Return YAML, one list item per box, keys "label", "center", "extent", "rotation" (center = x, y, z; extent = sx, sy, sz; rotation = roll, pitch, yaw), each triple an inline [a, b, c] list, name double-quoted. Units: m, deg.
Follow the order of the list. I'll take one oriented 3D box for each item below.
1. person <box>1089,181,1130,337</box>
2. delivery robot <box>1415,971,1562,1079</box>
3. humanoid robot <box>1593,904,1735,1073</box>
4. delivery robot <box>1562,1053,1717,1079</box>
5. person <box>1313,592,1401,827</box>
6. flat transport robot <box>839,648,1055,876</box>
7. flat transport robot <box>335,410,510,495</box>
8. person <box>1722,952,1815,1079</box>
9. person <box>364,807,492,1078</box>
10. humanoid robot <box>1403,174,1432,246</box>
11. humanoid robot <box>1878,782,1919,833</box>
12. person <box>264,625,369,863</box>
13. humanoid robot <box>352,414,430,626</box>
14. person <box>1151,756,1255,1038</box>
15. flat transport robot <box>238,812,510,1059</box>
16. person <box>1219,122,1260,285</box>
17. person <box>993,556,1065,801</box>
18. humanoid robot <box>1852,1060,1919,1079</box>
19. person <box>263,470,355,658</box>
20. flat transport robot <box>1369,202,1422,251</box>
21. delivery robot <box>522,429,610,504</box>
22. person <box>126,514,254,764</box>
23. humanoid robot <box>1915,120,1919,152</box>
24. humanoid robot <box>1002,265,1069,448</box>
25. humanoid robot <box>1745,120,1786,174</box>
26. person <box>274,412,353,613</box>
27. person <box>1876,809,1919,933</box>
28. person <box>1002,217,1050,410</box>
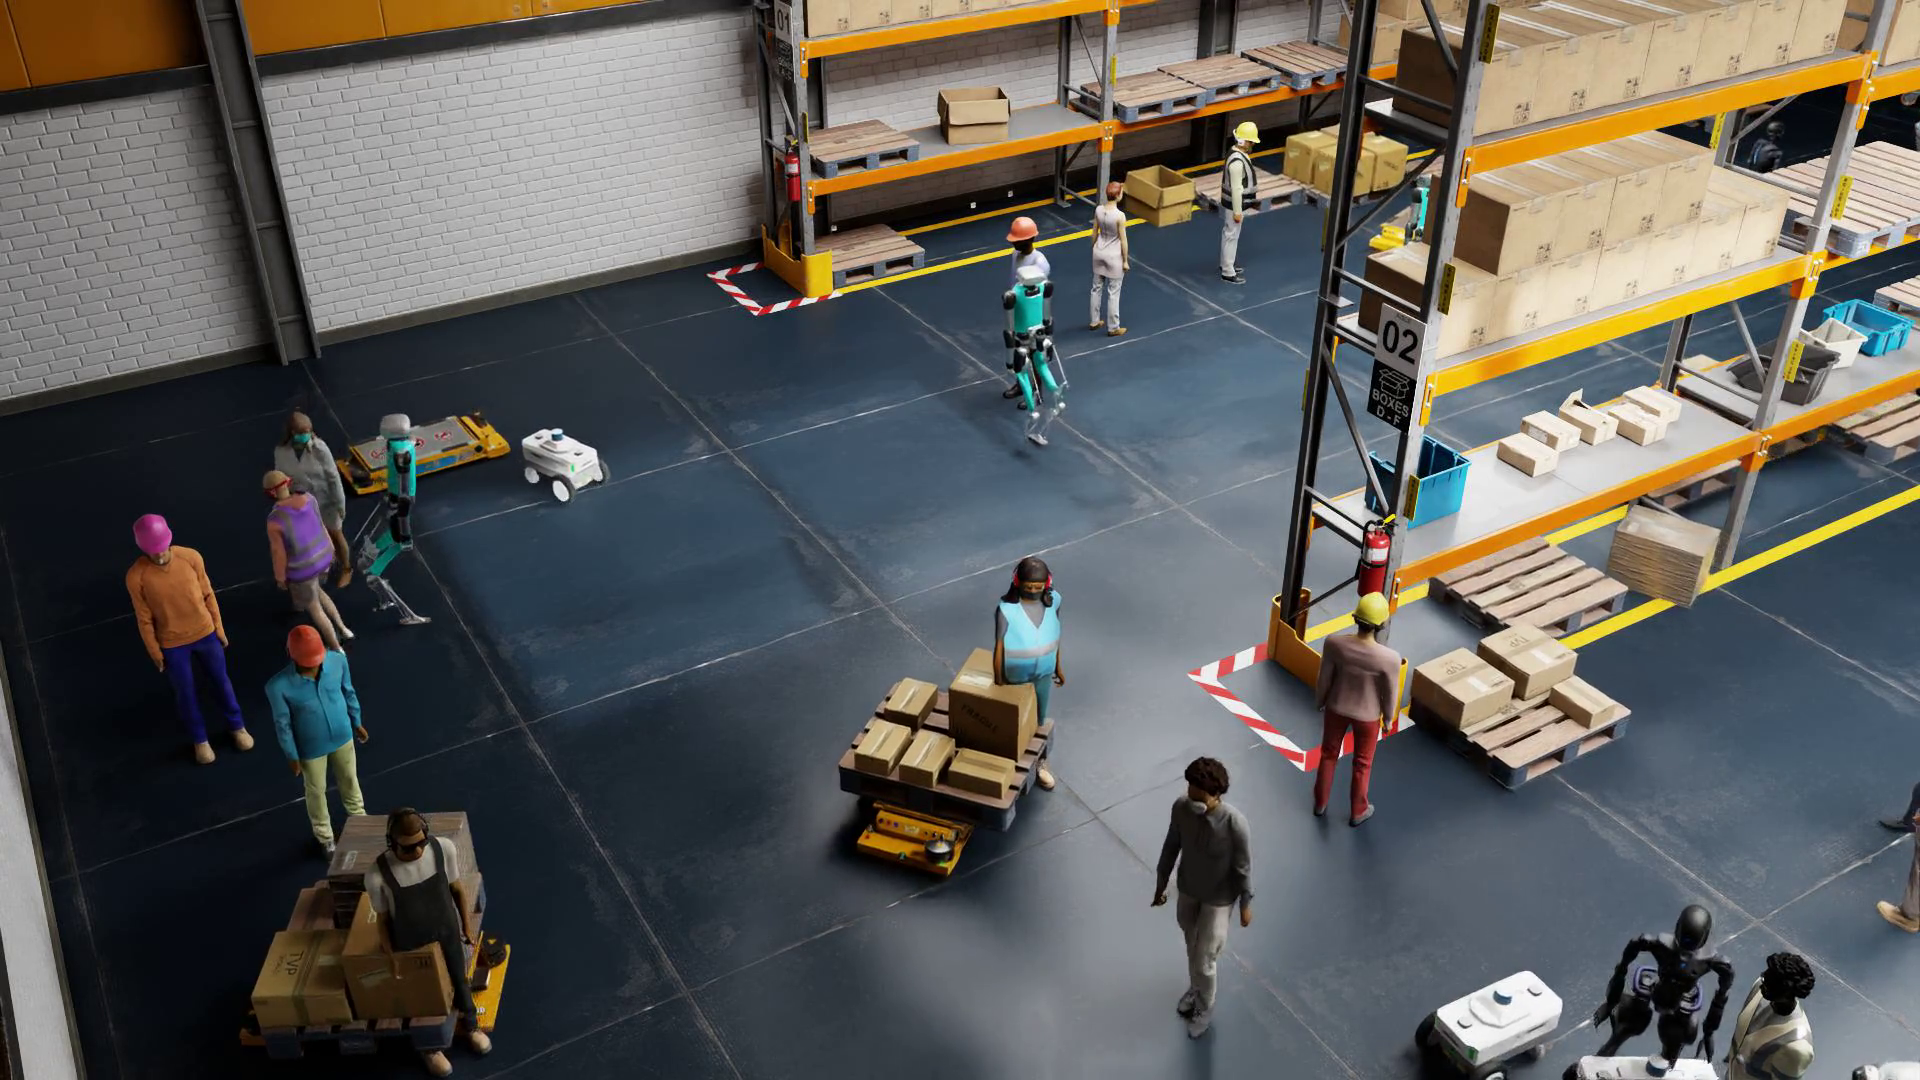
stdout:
- label: "person"
  center: [1.573, -2.958, 17.491]
  extent: [0.459, 1.657, 0.270]
  rotation: [26, 40, 35]
- label: "delivery robot"
  center: [3.005, 2.765, 9.414]
  extent: [0.775, 0.604, 0.506]
  rotation: [-15, 35, -23]
- label: "humanoid robot"
  center: [3.711, 2.475, 8.820]
  extent: [0.609, 1.644, 0.486]
  rotation: [12, 34, 19]
- label: "delivery robot"
  center: [3.701, 3.021, 8.999]
  extent: [0.801, 0.598, 0.499]
  rotation: [1, 32, 2]
- label: "person"
  center: [2.595, 1.100, 10.920]
  extent: [0.532, 1.766, 0.325]
  rotation: [16, 36, 24]
- label: "flat transport robot"
  center: [-0.115, 1.696, 11.379]
  extent: [0.659, 0.231, 1.431]
  rotation: [12, 34, 18]
- label: "flat transport robot"
  center: [-4.972, -0.815, 15.383]
  extent: [1.431, 0.231, 0.659]
  rotation: [-20, 37, -29]
- label: "person"
  center: [4.014, 2.732, 8.389]
  extent: [0.321, 1.691, 0.531]
  rotation: [0, 32, 1]
- label: "person"
  center: [-2.921, 2.183, 9.133]
  extent: [0.499, 1.839, 0.343]
  rotation: [-21, 38, -30]
- label: "humanoid robot"
  center: [4.757, -2.882, 17.307]
  extent: [0.537, 1.766, 0.901]
  rotation: [25, 40, 34]
- label: "humanoid robot"
  center: [6.546, 1.282, 10.760]
  extent: [0.746, 1.632, 0.601]
  rotation: [-4, 32, -6]
- label: "person"
  center: [-4.069, 1.273, 10.665]
  extent: [0.337, 1.741, 0.560]
  rotation: [25, 40, 34]
- label: "humanoid robot"
  center: [-4.511, -0.102, 12.889]
  extent: [0.797, 1.793, 0.530]
  rotation: [-11, 34, -17]
- label: "person"
  center: [1.339, 2.009, 9.361]
  extent: [0.559, 1.878, 0.593]
  rotation: [23, 39, 32]
- label: "flat transport robot"
  center: [-3.449, 2.651, 9.856]
  extent: [1.431, 0.231, 0.659]
  rotation: [-2, 32, -3]
- label: "person"
  center: [3.122, -3.792, 18.671]
  extent: [0.403, 1.821, 0.588]
  rotation: [3, 32, 6]
- label: "person"
  center: [0.448, 0.902, 11.142]
  extent: [0.525, 1.865, 0.385]
  rotation: [-15, 35, -22]
- label: "humanoid robot"
  center: [4.474, 3.089, 7.784]
  extent: [0.809, 1.772, 0.534]
  rotation: [-4, 32, -7]
- label: "person"
  center: [-4.888, 0.206, 12.419]
  extent: [0.399, 1.669, 0.500]
  rotation: [13, 34, 19]
- label: "flat transport robot"
  center: [5.567, -3.764, 20.087]
  extent: [0.659, 0.231, 1.431]
  rotation: [22, 38, 31]
- label: "delivery robot"
  center: [-3.589, -0.719, 14.951]
  extent: [0.767, 0.583, 0.499]
  rotation: [21, 38, 30]
- label: "person"
  center: [-5.324, 0.665, 11.427]
  extent: [0.515, 1.973, 0.401]
  rotation: [-23, 39, -32]
- label: "humanoid robot"
  center: [12.917, -5.755, 21.936]
  extent: [0.675, 1.864, 0.541]
  rotation: [25, 40, 34]
- label: "humanoid robot"
  center: [0.741, -1.593, 15.265]
  extent: [0.538, 1.825, 0.653]
  rotation: [-20, 37, -29]
- label: "humanoid robot"
  center: [9.121, -4.049, 19.221]
  extent: [0.507, 1.644, 0.596]
  rotation: [-6, 33, -9]
- label: "person"
  center: [-5.135, -0.212, 13.139]
  extent: [0.554, 1.620, 0.708]
  rotation: [-7, 33, -11]
- label: "person"
  center: [6.028, 1.599, 10.131]
  extent: [0.477, 1.766, 0.373]
  rotation: [-14, 35, -22]
- label: "person"
  center: [0.626, -2.189, 16.019]
  extent: [0.387, 1.927, 0.546]
  rotation: [-18, 36, -26]
